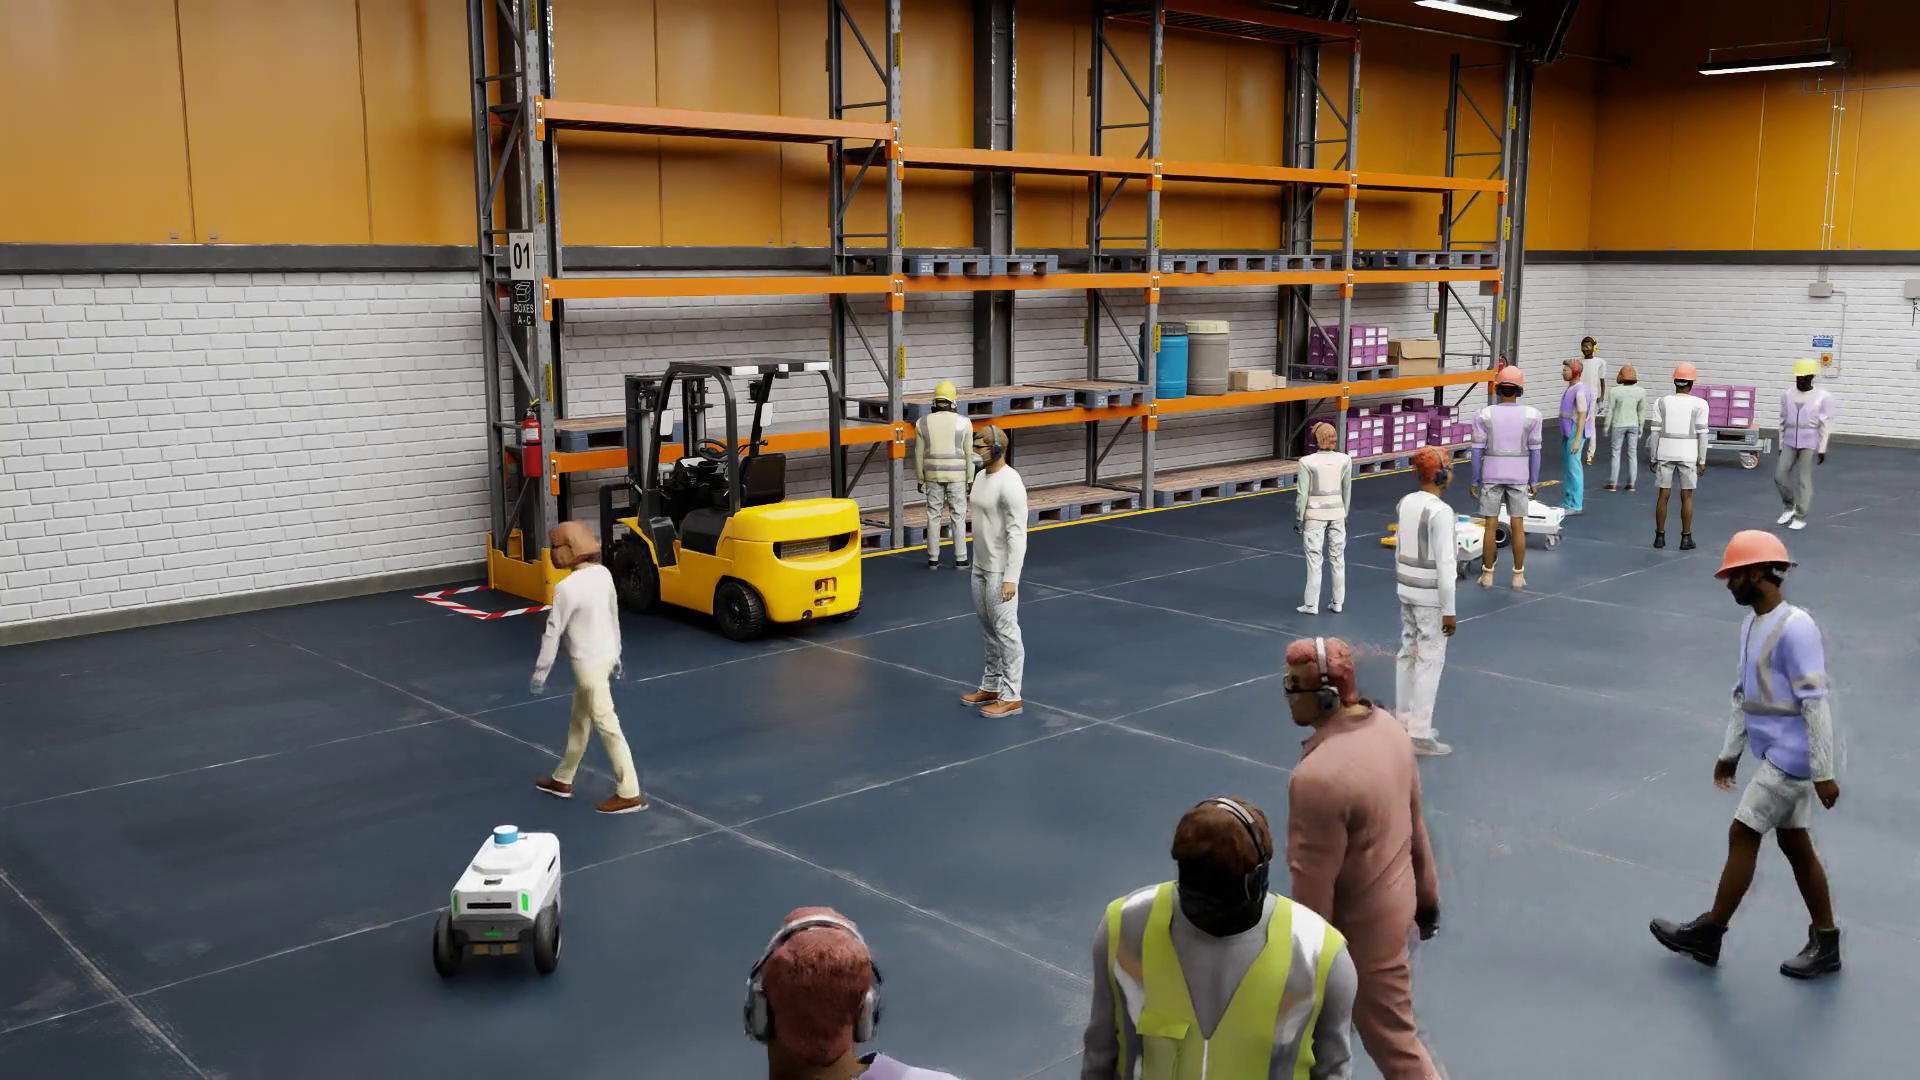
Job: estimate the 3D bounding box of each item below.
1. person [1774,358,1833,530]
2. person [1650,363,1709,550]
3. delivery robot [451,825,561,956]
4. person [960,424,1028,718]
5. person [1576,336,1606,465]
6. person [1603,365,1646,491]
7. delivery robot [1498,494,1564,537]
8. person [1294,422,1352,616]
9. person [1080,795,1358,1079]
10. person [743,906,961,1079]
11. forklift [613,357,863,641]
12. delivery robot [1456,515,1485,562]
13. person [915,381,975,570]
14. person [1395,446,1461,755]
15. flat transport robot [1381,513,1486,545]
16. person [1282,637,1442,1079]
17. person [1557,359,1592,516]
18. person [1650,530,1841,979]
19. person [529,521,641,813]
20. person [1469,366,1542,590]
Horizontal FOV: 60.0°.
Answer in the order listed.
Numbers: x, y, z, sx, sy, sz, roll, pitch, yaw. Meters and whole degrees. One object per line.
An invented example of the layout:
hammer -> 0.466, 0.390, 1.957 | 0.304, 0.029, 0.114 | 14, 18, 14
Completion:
person -> 9.339, -1.061, 18.472 | 0.415, 1.915, 0.589 | -7, 12, -37
person -> 7.457, -0.868, 17.265 | 0.550, 1.935, 0.376 | 6, 11, 32
delivery robot -> -1.969, 1.487, 7.243 | 0.477, 0.478, 0.707 | 0, 10, -3
person -> 0.234, 0.200, 11.006 | 0.353, 1.937, 0.635 | -4, 10, -22
person -> 9.141, -2.035, 24.294 | 0.535, 1.869, 0.314 | 7, 12, 37
person -> 8.607, -1.446, 21.545 | 0.506, 1.631, 0.277 | -1, 10, -4
delivery robot -> 5.922, -0.241, 17.360 | 0.707, 0.478, 0.477 | 5, 11, 28
person -> 3.070, -0.176, 14.076 | 0.514, 1.642, 0.314 | -3, 10, -15
person -> 0.579, 1.474, 3.845 | 0.621, 1.840, 0.430 | 3, 10, 15
person -> -0.251, 1.600, 2.948 | 0.714, 1.897, 0.495 | -5, 11, -28
forklift -> -1.847, -0.414, 13.852 | 1.214, 2.155, 2.313 | -9, 13, -42
delivery robot -> 4.808, 0.007, 15.910 | 0.477, 0.478, 0.707 | 7, 12, 34
person -> -0.138, -0.618, 16.103 | 0.588, 1.834, 0.403 | 1, 10, 8
person -> 2.852, 0.370, 10.216 | 0.413, 1.888, 0.597 | -2, 10, -13
flat transport robot -> 5.106, -0.094, 17.604 | 0.652, 0.197, 1.431 | 9, 13, 43
person -> 1.308, 1.216, 5.383 | 0.964, 1.843, 0.689 | 5, 11, 28
person -> 7.189, -1.198, 19.465 | 0.372, 1.843, 0.570 | 1, 10, 8
person -> 3.398, 0.909, 7.057 | 0.820, 1.869, 0.619 | 3, 10, 16
person -> -2.104, 0.692, 9.091 | 0.800, 1.588, 0.532 | 3, 10, 15
person -> 4.967, -0.565, 15.175 | 0.608, 2.045, 0.392 | 3, 10, 16
